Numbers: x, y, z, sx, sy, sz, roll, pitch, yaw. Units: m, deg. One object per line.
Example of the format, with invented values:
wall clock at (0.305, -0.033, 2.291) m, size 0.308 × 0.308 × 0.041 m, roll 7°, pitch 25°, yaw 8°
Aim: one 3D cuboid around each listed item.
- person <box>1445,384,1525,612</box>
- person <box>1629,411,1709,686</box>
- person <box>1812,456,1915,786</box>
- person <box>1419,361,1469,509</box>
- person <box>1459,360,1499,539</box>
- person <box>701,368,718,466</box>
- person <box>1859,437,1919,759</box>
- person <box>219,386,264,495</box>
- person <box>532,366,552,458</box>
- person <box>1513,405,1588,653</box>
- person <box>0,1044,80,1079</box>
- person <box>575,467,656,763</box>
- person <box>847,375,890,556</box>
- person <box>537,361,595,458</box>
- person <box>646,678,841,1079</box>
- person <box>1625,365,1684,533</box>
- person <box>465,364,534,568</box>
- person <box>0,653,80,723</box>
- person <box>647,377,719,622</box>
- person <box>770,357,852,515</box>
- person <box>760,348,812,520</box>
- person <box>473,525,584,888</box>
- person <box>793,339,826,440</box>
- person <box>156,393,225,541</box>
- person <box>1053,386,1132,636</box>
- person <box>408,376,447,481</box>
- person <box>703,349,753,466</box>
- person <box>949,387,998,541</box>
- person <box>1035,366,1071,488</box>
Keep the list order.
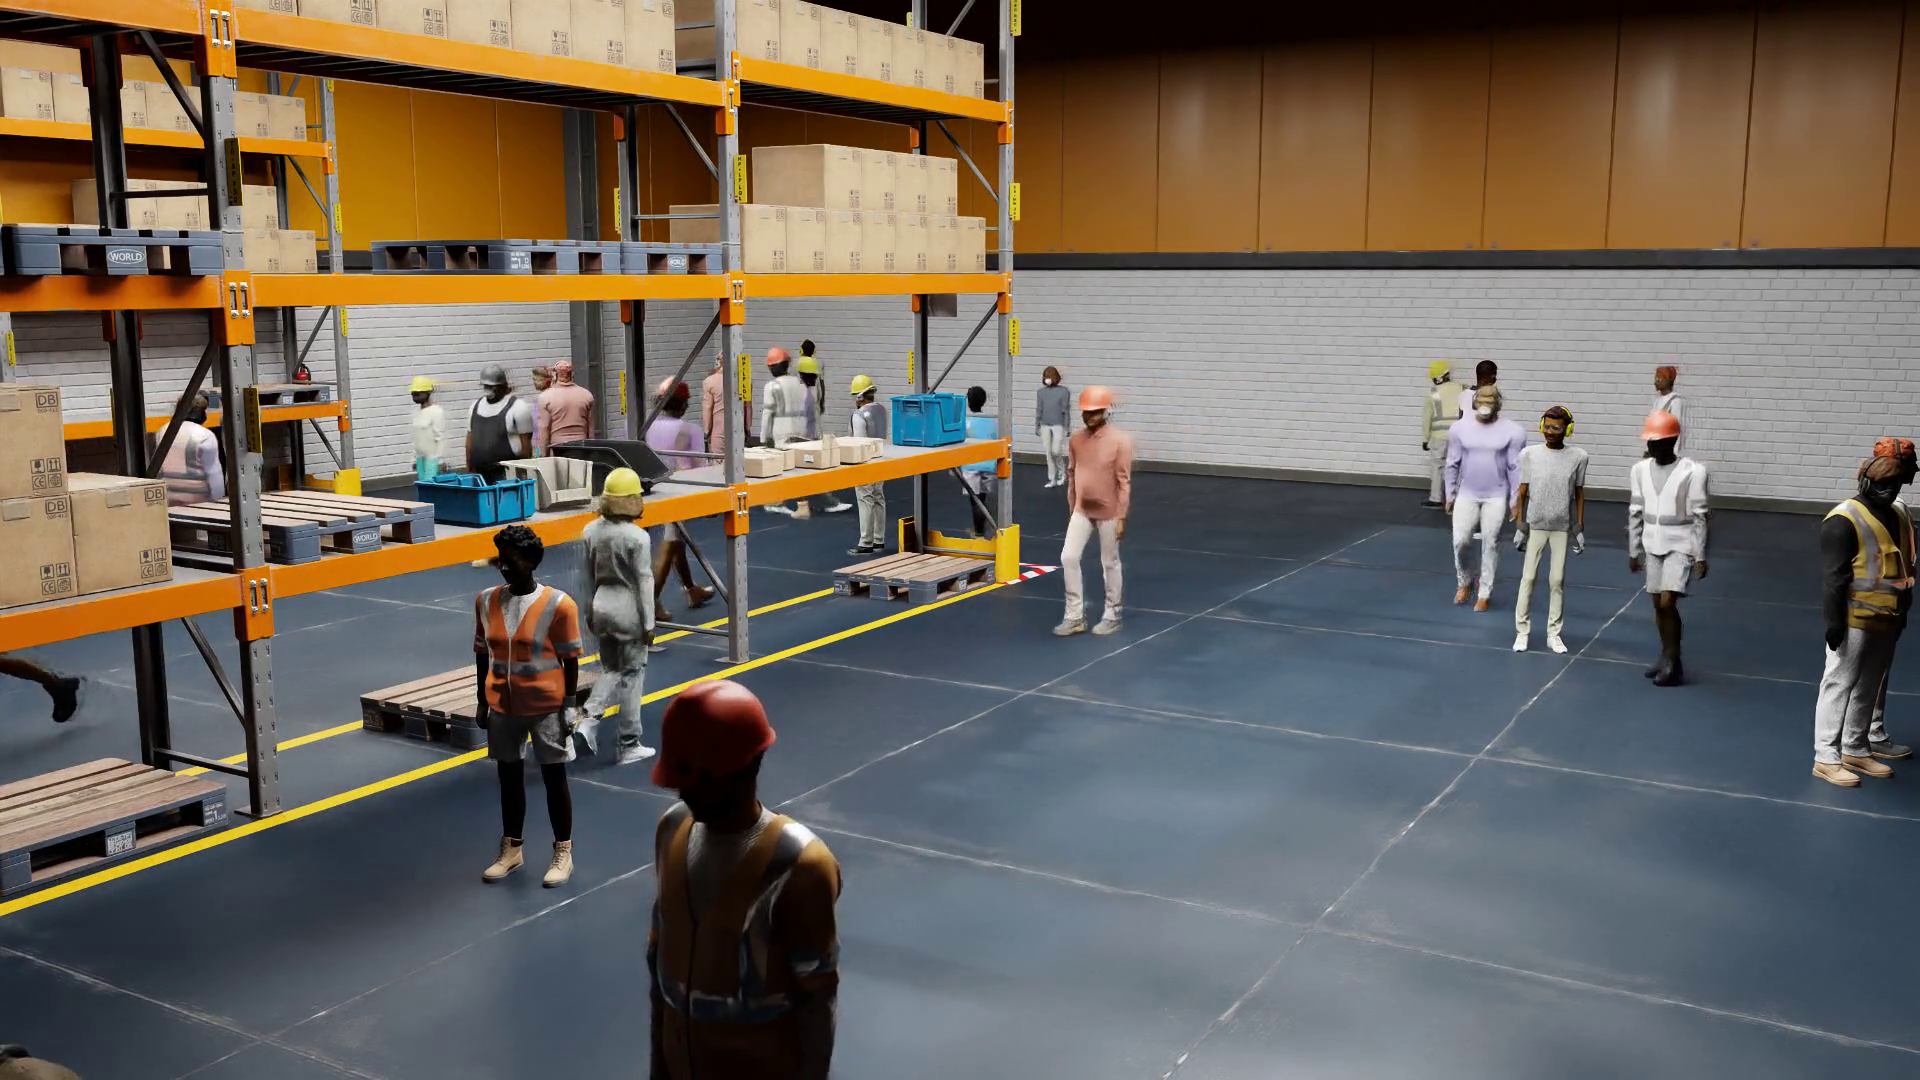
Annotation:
person at (4.389, -0.348, 13.965) m, size 0.650 × 1.923 × 0.425 m, roll 4°, pitch 10°, yaw 25°
person at (4.886, 0.058, 11.508) m, size 0.590 × 1.900 × 0.559 m, roll -6°, pitch 11°, yaw -34°
person at (5.058, 0.443, 9.283) m, size 0.634 × 1.839 × 0.429 m, roll -5°, pitch 10°, yaw -30°
person at (5.920, -1.257, 20.081) m, size 0.697 × 1.794 × 0.405 m, roll 0°, pitch 9°, yaw -2°
person at (5.572, -0.970, 17.875) m, size 0.390 × 1.914 × 0.587 m, roll -4°, pitch 10°, yaw -21°
person at (-3.179, -1.498, 22.130) m, size 0.501 × 1.606 × 0.784 m, roll 1°, pitch 9°, yaw 5°
person at (5.445, 0.336, 9.819) m, size 0.355 × 1.882 × 0.576 m, roll 2°, pitch 9°, yaw 10°
person at (-6.909, -0.687, 16.024) m, size 0.352 × 1.937 × 0.635 m, roll 0°, pitch 9°, yaw -1°
person at (-4.556, -1.058, 18.714) m, size 0.725 × 1.824 × 0.584 m, roll -4°, pitch 10°, yaw -21°
person at (4.421, -0.075, 12.451) m, size 0.521 × 1.864 × 0.334 m, roll 2°, pitch 9°, yaw 11°
person at (-1.165, 1.552, 2.055) m, size 0.353 × 1.936 × 0.633 m, roll -4°, pitch 10°, yaw -24°
person at (-1.977, 0.448, 9.571) m, size 0.499 × 1.732 × 0.439 m, roll 5°, pitch 10°, yaw 28°
person at (-0.945, -0.750, 16.781) m, size 0.403 × 1.822 × 0.589 m, roll 5°, pitch 10°, yaw 26°
person at (-4.251, -0.974, 17.916) m, size 0.642 × 1.909 × 0.399 m, roll -7°, pitch 11°, yaw -37°
person at (-0.540, 1.259, 3.918) m, size 0.547 × 1.935 × 0.403 m, roll 6°, pitch 11°, yaw 34°
person at (7.755, -0.982, 18.127) m, size 0.782 × 1.859 × 0.586 m, roll 1°, pitch 9°, yaw 8°
person at (-4.537, -0.801, 16.418) m, size 0.692 × 2.000 × 1.056 m, roll 4°, pitch 10°, yaw 22°
person at (-5.798, 0.304, 9.964) m, size 0.547 × 1.911 × 0.782 m, roll 7°, pitch 12°, yaw 38°
person at (-2.348, -0.343, 13.729) m, size 0.610 × 1.992 × 1.058 m, roll 5°, pitch 11°, yaw 31°
person at (-1.795, -1.216, 19.549) m, size 0.974 × 1.872 × 0.594 m, roll -3°, pitch 10°, yaw -18°
person at (-2.092, -1.244, 19.379) m, size 1.068 × 1.975 × 0.620 m, roll 8°, pitch 12°, yaw 40°
person at (-2.008, 0.767, 7.706) m, size 0.540 × 1.695 × 0.316 m, roll 2°, pitch 9°, yaw 14°
person at (-2.231, -2.022, 24.569) m, size 0.518 × 1.874 × 0.329 m, roll -4°, pitch 10°, yaw -25°
person at (-6.495, -0.330, 14.119) m, size 0.649 × 1.835 × 0.429 m, roll 4°, pitch 10°, yaw 22°
person at (1.021, -0.209, 12.923) m, size 0.643 × 1.965 × 0.752 m, roll 7°, pitch 12°, yaw 38°
person at (-5.667, -0.865, 17.683) m, size 0.554 × 1.752 × 0.360 m, roll 7°, pitch 12°, yaw 38°
person at (-2.869, -1.384, 20.461) m, size 0.646 × 1.913 × 0.409 m, roll -5°, pitch 10°, yaw -29°
person at (0.126, -0.764, 17.326) m, size 0.557 × 1.660 × 0.793 m, roll -4°, pitch 10°, yaw -25°
person at (1.216, -1.490, 22.014) m, size 0.521 × 1.616 × 0.371 m, roll 6°, pitch 11°, yaw 33°
